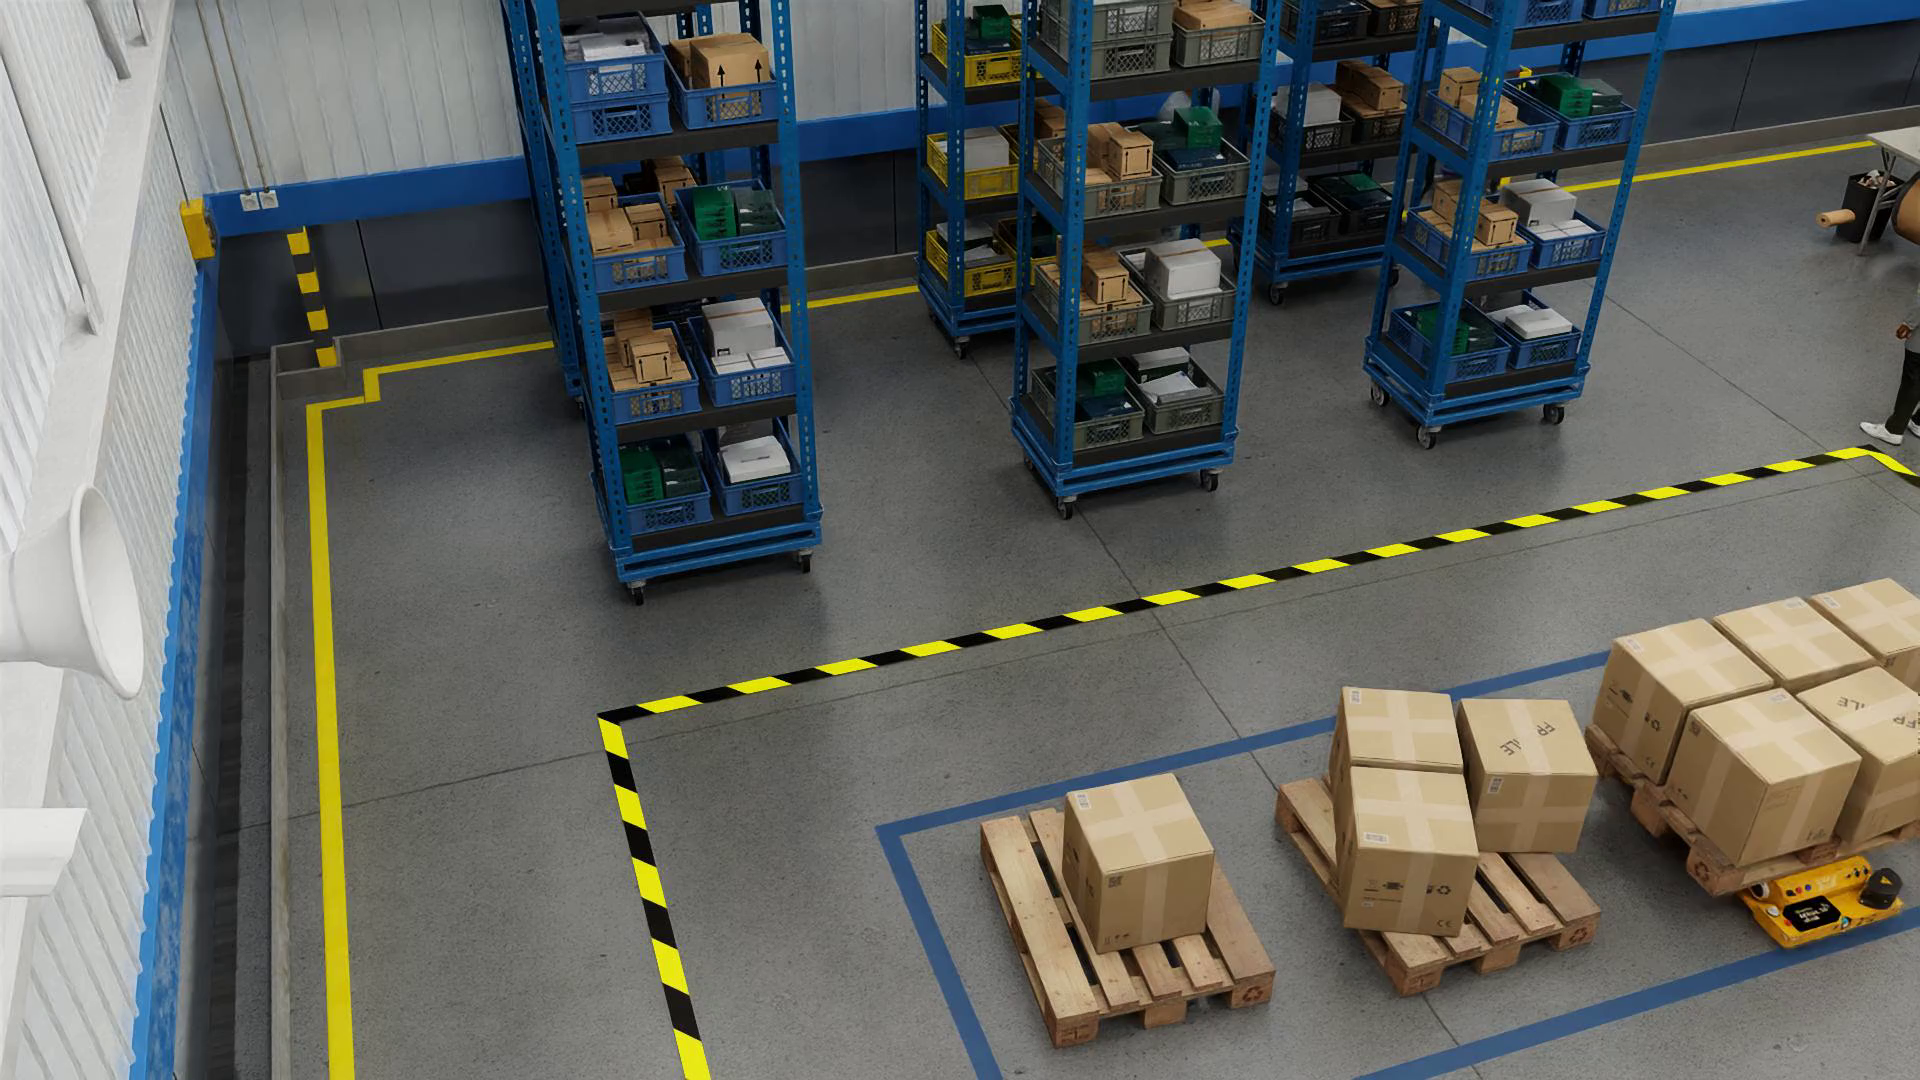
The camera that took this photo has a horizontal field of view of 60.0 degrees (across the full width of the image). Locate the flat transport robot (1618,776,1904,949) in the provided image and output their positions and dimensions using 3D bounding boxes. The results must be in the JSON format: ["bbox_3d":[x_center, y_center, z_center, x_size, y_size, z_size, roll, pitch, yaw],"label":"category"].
[{"bbox_3d":[3.825,1.336,8.137,0.652,0.197,1.431,-11,37,-15],"label":"flat transport robot"}]

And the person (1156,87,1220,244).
[{"bbox_3d":[1.699,-2.694,12.440,0.630,1.930,0.390,-29,45,-35],"label":"person"}]

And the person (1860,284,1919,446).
[{"bbox_3d":[6.351,-1.468,10.763,0.591,1.852,0.362,-12,37,-16],"label":"person"}]

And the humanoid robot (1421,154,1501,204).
[{"bbox_3d":[3.809,-2.693,12.650,0.601,1.647,0.482,9,36,12],"label":"humanoid robot"}]
